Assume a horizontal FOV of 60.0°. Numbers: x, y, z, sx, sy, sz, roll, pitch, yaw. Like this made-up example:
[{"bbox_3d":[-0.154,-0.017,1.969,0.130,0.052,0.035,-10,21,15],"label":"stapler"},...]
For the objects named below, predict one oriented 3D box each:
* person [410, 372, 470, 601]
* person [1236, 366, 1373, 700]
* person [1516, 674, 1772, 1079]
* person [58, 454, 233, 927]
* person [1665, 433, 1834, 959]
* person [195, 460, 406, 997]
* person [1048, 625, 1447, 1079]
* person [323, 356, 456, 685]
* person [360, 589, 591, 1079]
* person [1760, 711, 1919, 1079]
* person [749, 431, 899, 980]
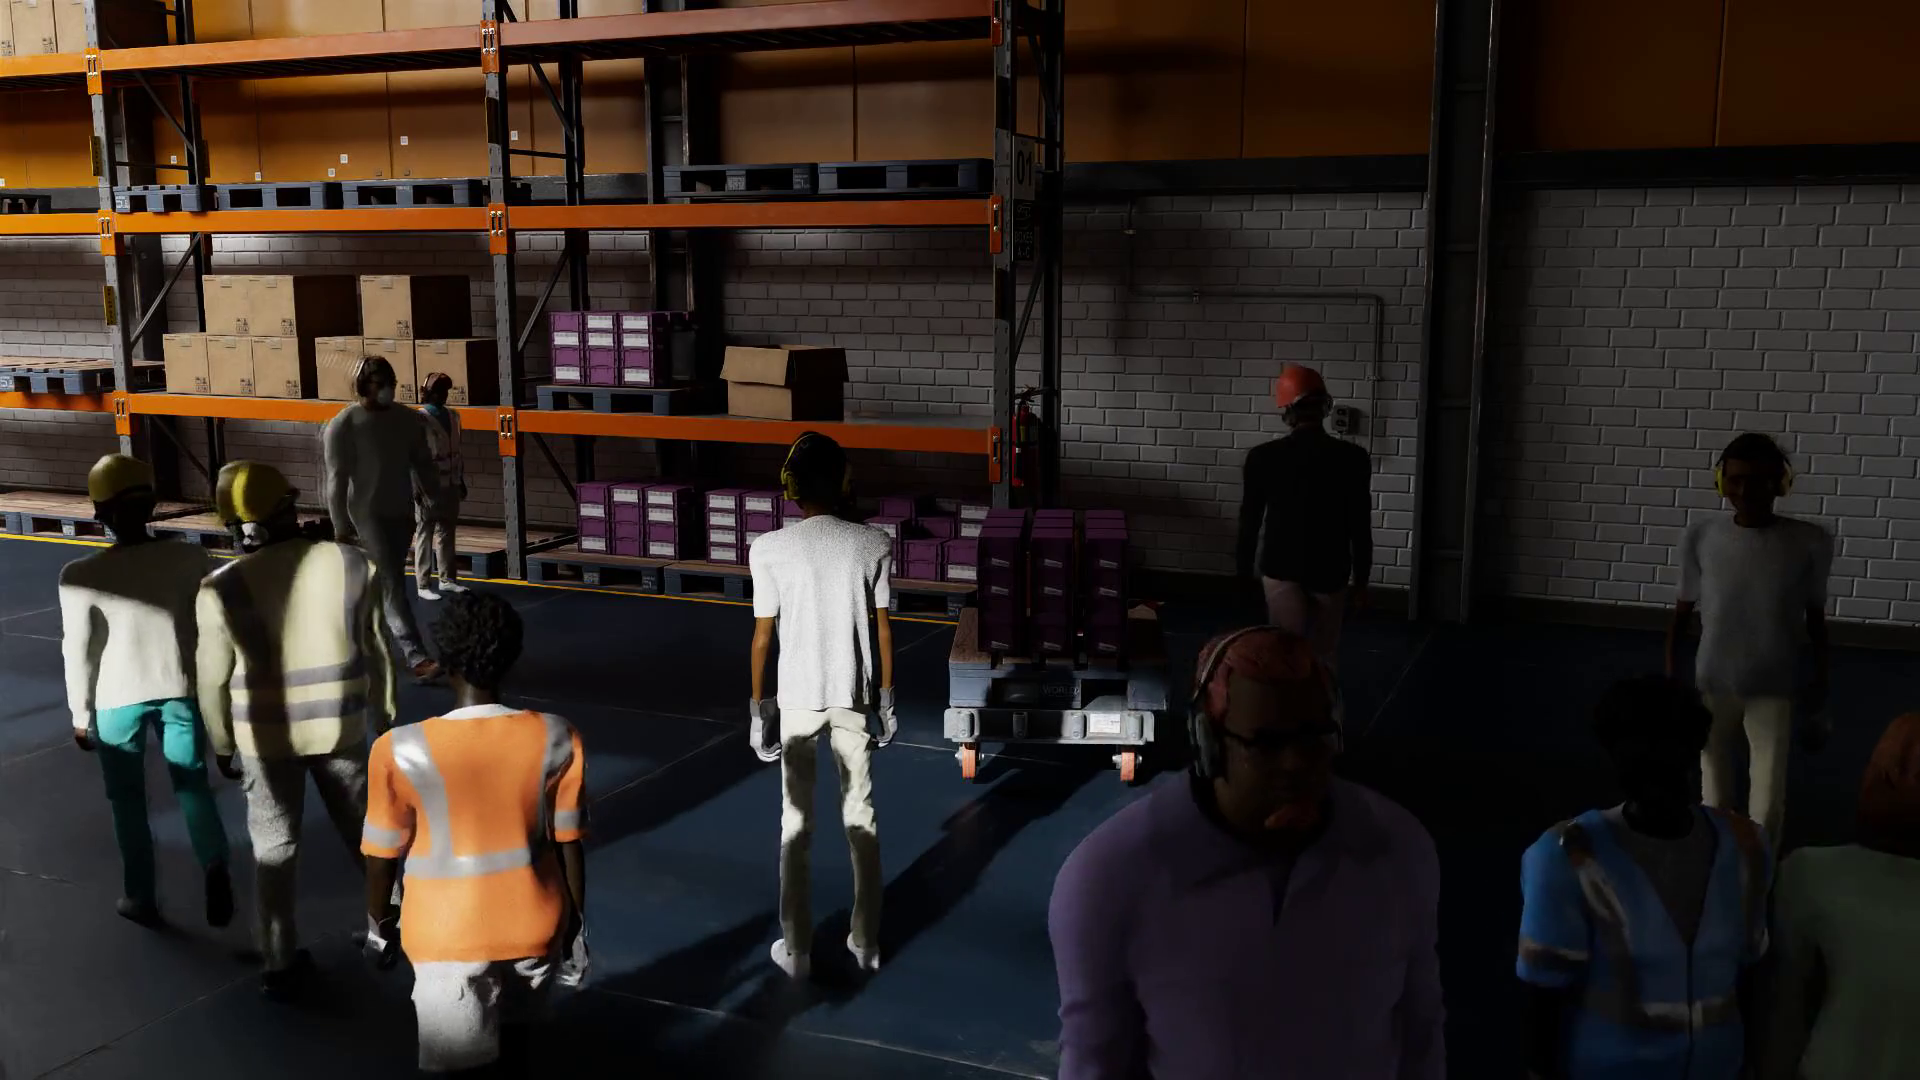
[{"bbox_3d":[-3.771,-0.391,12.019,0.310,1.638,0.523,4,10,24],"label":"person"},{"bbox_3d":[1.629,0.151,7.908,0.634,1.938,1.047,2,10,11],"label":"person"},{"bbox_3d":[1.341,1.047,3.382,0.552,1.659,0.816,-2,10,-9],"label":"person"},{"bbox_3d":[-2.883,0.564,5.927,0.534,1.745,0.641,-9,13,-43],"label":"person"},{"bbox_3d":[2.711,0.551,5.751,0.553,1.845,0.472,5,11,29],"label":"person"},{"bbox_3d":[-2.165,0.625,5.512,0.655,1.800,0.403,-7,12,-37],"label":"person"},{"bbox_3d":[0.462,1.050,2.623,0.654,1.895,0.431,-1,10,-9],"label":"person"},{"bbox_3d":[-3.308,-0.121,9.660,1.018,1.886,0.649,6,11,31],"label":"person"},{"bbox_3d":[-1.122,0.944,3.980,0.528,1.652,0.881,-7,12,-36],"label":"person"},{"bbox_3d":[1.721,1.114,3.076,0.519,1.607,0.668,9,13,44],"label":"person"},{"bbox_3d":[-0.458,0.563,5.654,0.519,1.862,0.319,-2,10,-14],"label":"person"}]
